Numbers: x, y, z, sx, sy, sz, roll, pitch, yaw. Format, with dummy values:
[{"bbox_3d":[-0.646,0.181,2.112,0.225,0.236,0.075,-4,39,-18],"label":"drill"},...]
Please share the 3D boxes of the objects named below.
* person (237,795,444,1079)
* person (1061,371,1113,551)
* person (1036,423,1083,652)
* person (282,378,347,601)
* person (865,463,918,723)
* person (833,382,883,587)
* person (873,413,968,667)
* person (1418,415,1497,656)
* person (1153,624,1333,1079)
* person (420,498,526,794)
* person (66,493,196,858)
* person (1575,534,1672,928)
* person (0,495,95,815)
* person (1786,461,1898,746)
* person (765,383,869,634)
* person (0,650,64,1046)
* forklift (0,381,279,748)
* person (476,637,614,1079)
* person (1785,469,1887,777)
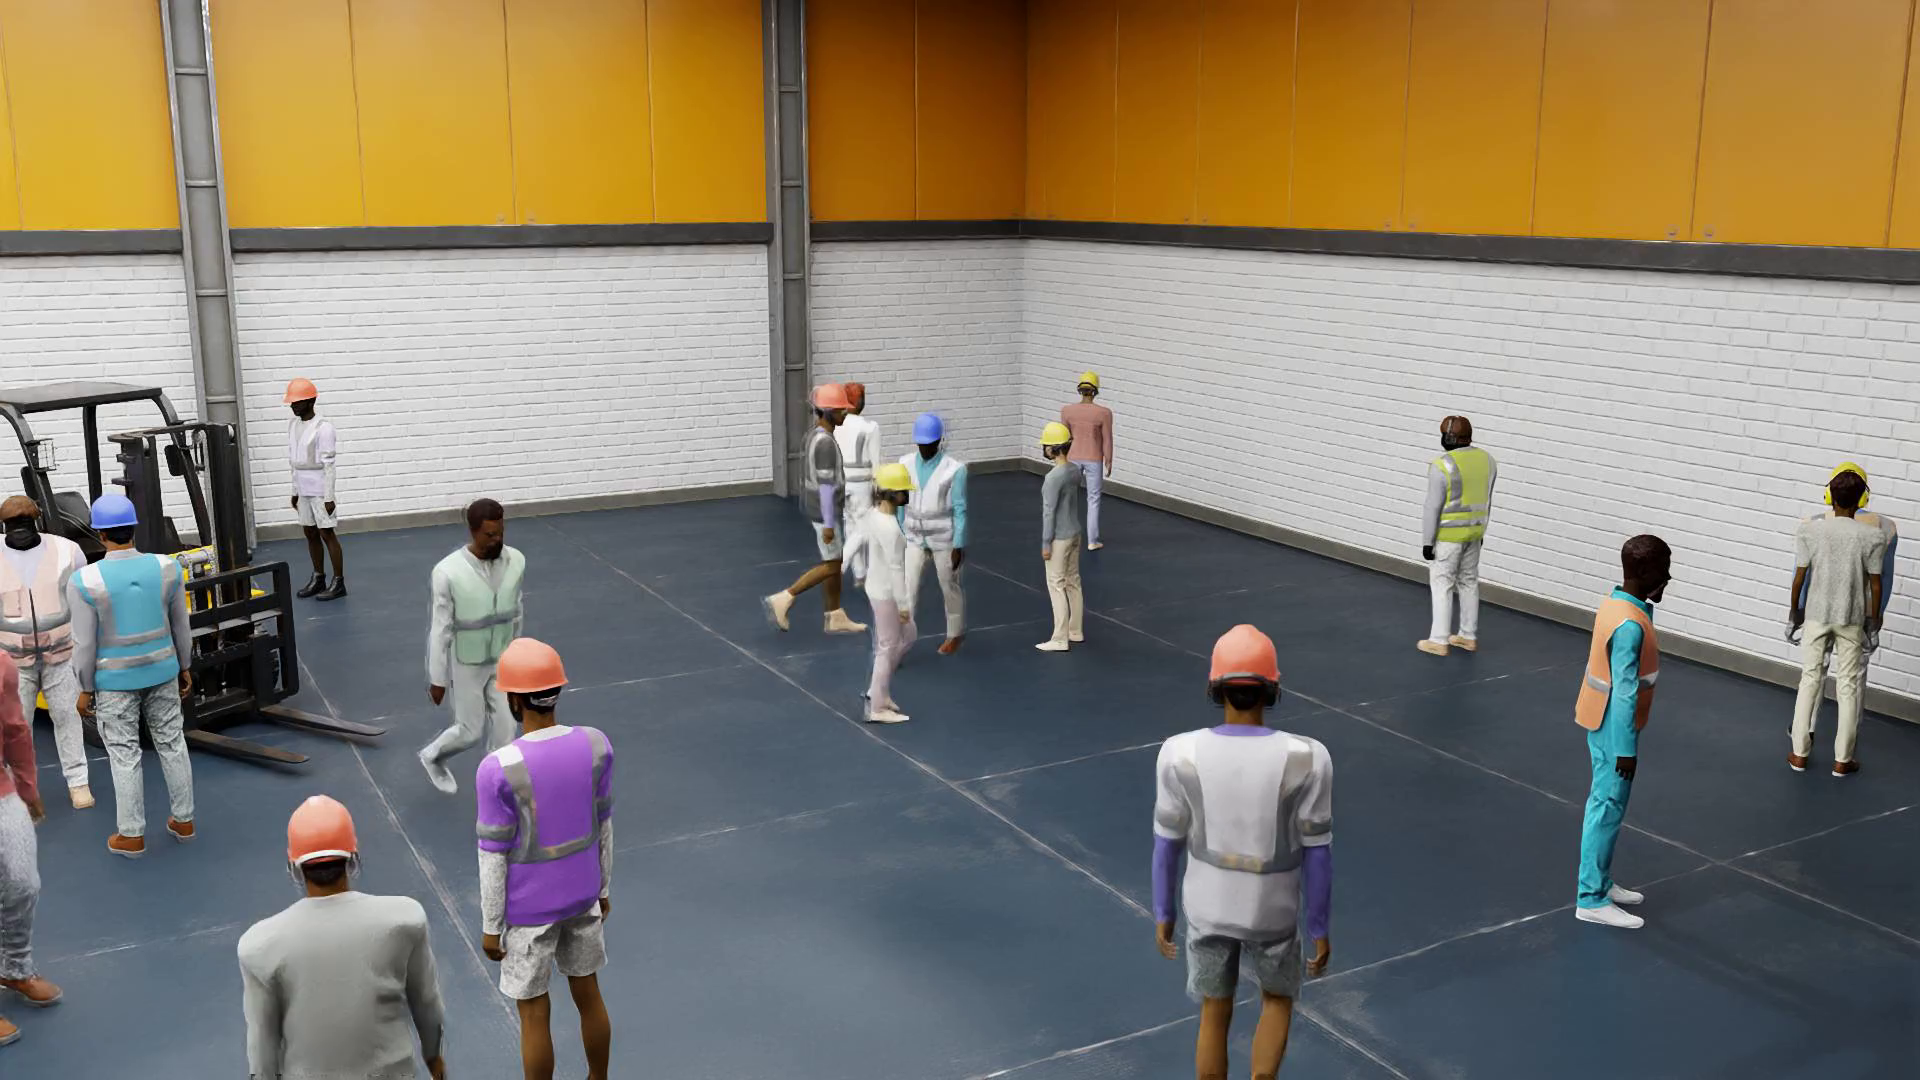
[{"bbox_3d":[-1.871,1.627,5.083,0.558,1.724,0.825,-3,12,-12],"label":"person"},{"bbox_3d":[1.233,-0.769,16.243,0.532,1.756,0.344,4,13,16],"label":"person"},{"bbox_3d":[0.750,-0.025,12.754,0.343,1.758,0.526,6,14,28],"label":"person"},{"bbox_3d":[-5.561,-0.431,14.263,0.540,1.929,0.390,8,15,34],"label":"person"},{"bbox_3d":[-0.444,0.357,10.963,0.394,1.751,0.548,-2,12,-10],"label":"person"},{"bbox_3d":[-0.953,-0.447,14.488,0.586,1.861,0.805,7,14,29],"label":"person"},{"bbox_3d":[-0.250,0.005,12.304,0.632,1.882,1.001,6,13,25],"label":"person"},{"bbox_3d":[3.750,-0.034,12.618,0.640,1.831,0.429,-6,13,-26],"label":"person"},{"bbox_3d":[0.999,1.298,5.909,0.642,2.025,0.444,4,13,16],"label":"person"},{"bbox_3d":[-2.749,0.656,9.299,0.721,1.881,0.604,9,15,37],"label":"person"},{"bbox_3d":[-4.390,0.714,8.839,0.405,1.943,0.615,10,16,40],"label":"person"},{"bbox_3d":[3.173,0.907,8.028,0.397,1.911,0.587,4,13,18],"label":"person"},{"bbox_3d":[-5.218,0.649,9.392,0.637,1.840,0.429,-7,14,-31],"label":"person"},{"bbox_3d":[5.562,0.410,10.537,0.588,1.830,0.404,2,12,9],"label":"person"},{"bbox_3d":[-1.123,-0.221,13.034,0.731,2.027,0.624,-2,12,-9],"label":"person"},{"bbox_3d":[-4.119,1.141,6.888,0.480,1.923,0.655,9,15,36],"label":"person"},{"bbox_3d":[-5.853,0.085,11.199,2.313,2.155,1.214,7,14,28],"label":"forklift"},{"bbox_3d":[-1.527,1.303,6.121,0.388,1.930,0.544,11,16,42],"label":"person"},{"bbox_3d":[5.274,0.499,10.040,0.514,1.866,0.329,7,14,31],"label":"person"}]
